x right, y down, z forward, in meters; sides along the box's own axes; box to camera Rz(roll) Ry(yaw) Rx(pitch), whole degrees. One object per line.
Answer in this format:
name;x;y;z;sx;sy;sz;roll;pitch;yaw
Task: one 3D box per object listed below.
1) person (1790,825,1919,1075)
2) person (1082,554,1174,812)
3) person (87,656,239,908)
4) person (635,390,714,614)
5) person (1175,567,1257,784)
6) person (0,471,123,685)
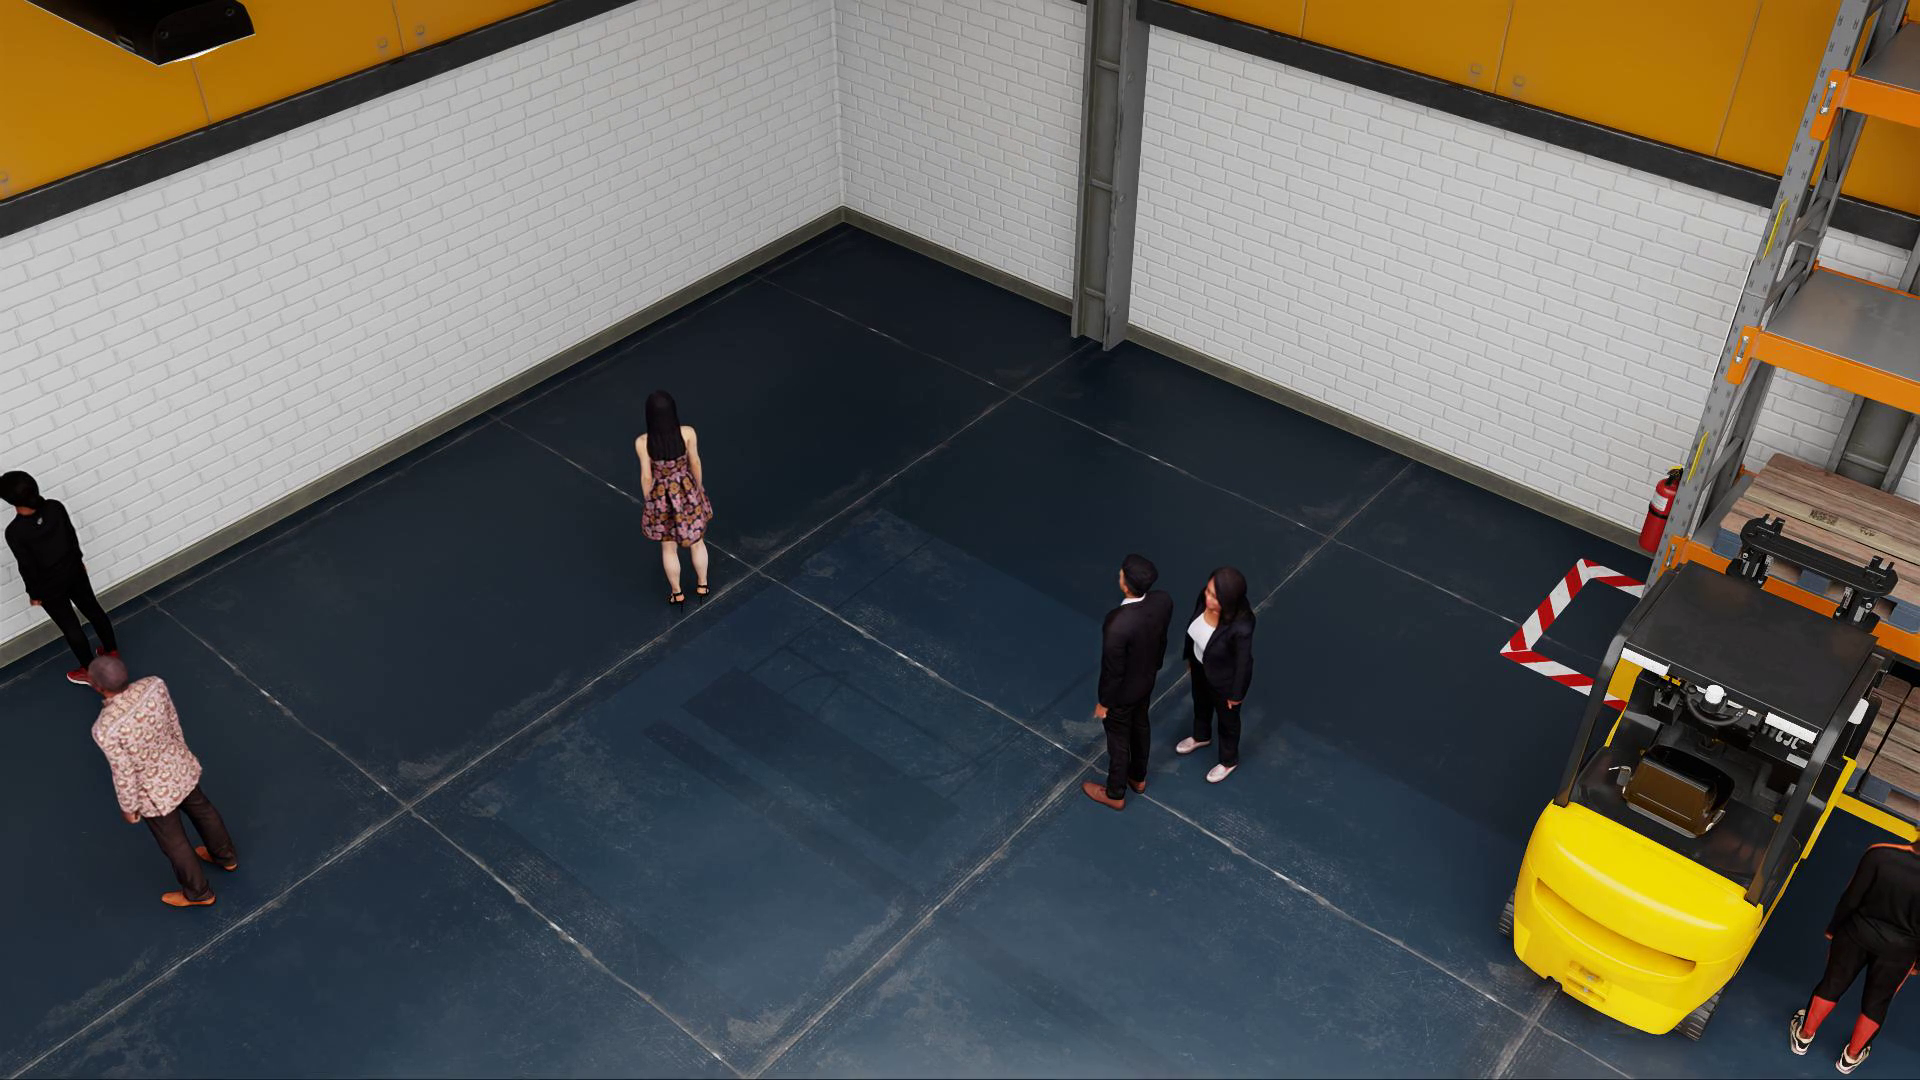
person;4.622;2.007;8.361;0.486;1.808;0.683;25;45;28
person;0.997;0.837;9.766;0.557;1.884;0.704;31;48;33
person;-4.425;1.325;9.215;0.746;1.808;0.770;11;40;13
person;-1.928;-0.264;11.232;0.787;1.774;0.822;-14;41;-17
person;1.574;0.777;10.057;0.766;1.612;0.657;-22;44;-25
person;-5.788;0.234;10.687;0.616;1.674;0.647;17;42;20
